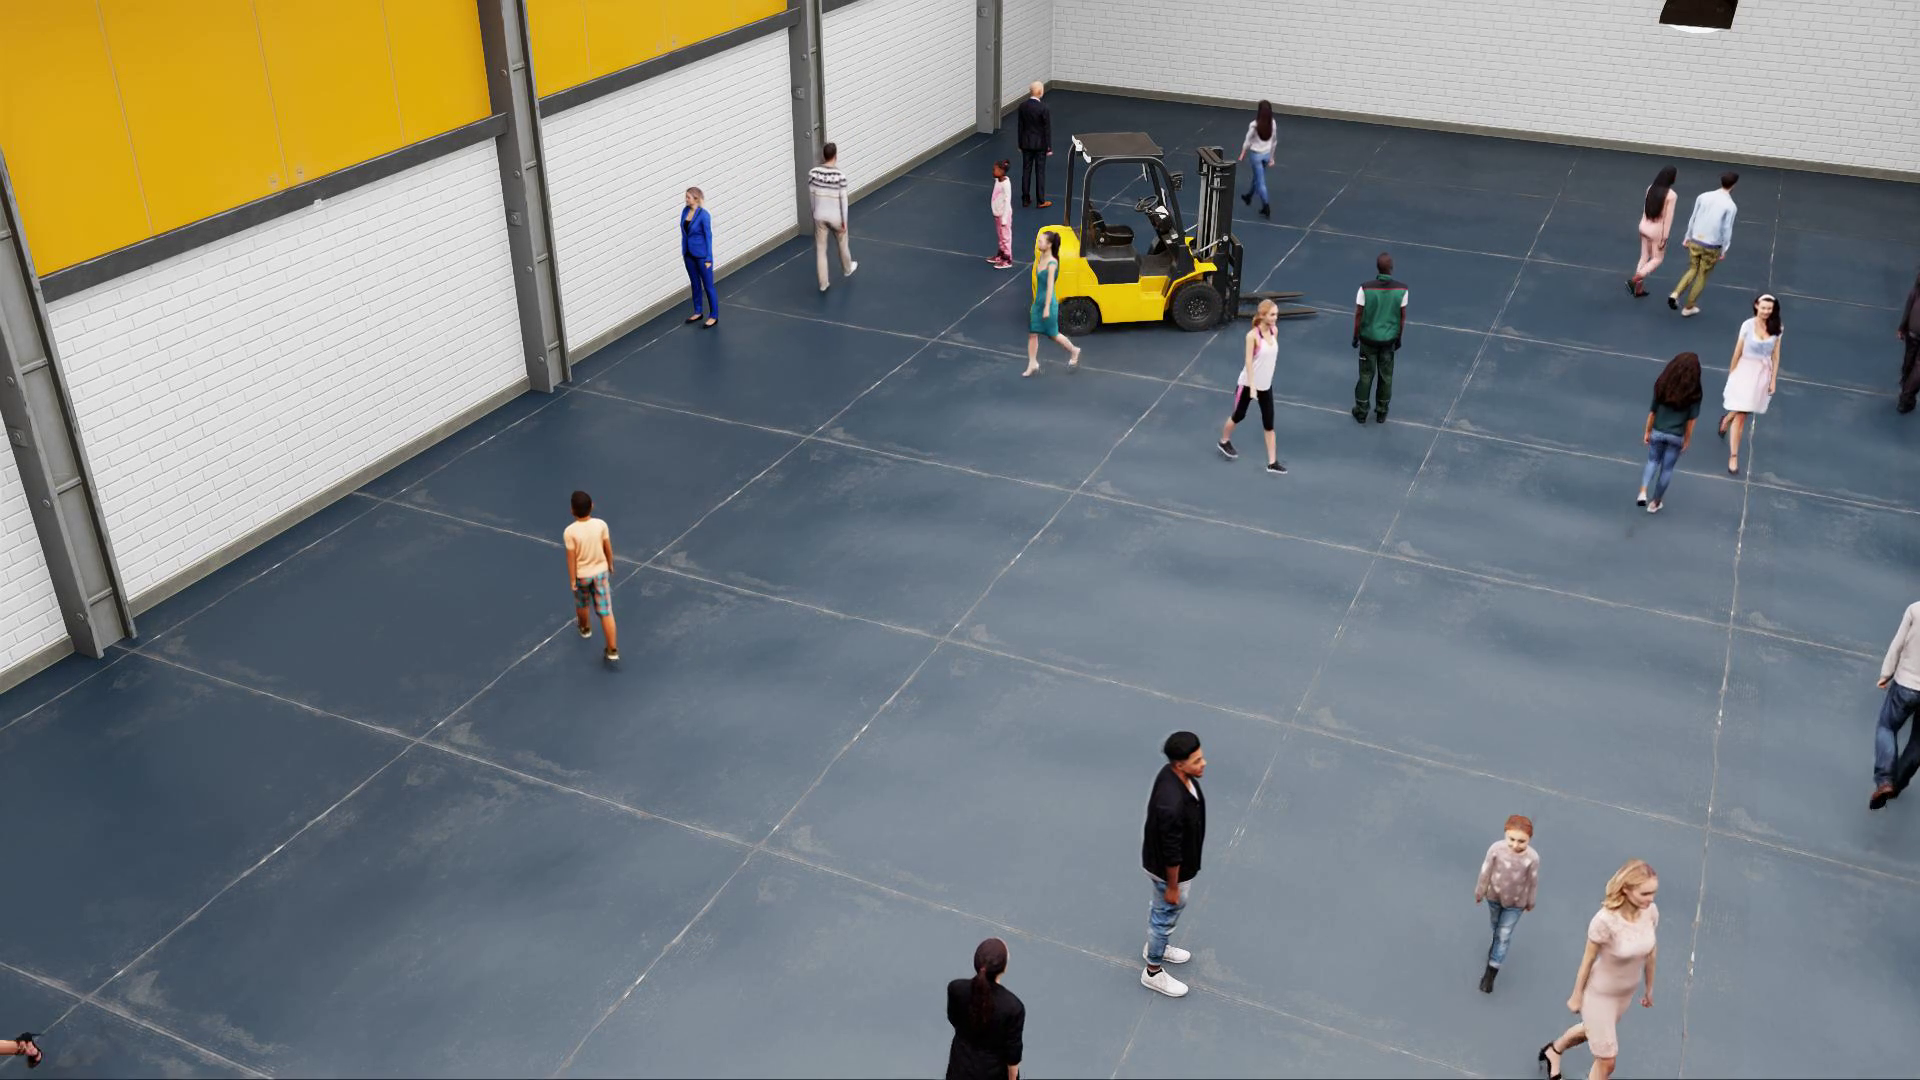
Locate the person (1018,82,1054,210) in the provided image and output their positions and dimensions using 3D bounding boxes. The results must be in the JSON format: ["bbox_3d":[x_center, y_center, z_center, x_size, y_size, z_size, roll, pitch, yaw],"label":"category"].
[{"bbox_3d":[1.074,-5.696,23.996,0.694,1.795,0.586,15,32,25],"label":"person"}]

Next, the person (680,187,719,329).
[{"bbox_3d":[-3.117,-3.395,19.877,0.662,1.699,0.613,20,35,32],"label":"person"}]

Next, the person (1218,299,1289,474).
[{"bbox_3d":[2.837,-1.537,16.428,1.158,1.742,1.062,-18,33,-30],"label":"person"}]

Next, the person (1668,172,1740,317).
[{"bbox_3d":[8.941,-3.530,20.033,0.968,1.789,0.910,-19,34,-30],"label":"person"}]

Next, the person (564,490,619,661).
[{"bbox_3d":[-2.942,0.307,13.369,0.989,1.433,0.986,-14,32,-24],"label":"person"}]

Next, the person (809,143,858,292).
[{"bbox_3d":[-1.676,-4.019,20.886,0.859,1.829,1.151,6,29,10],"label":"person"}]

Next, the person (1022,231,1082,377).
[{"bbox_3d":[1.037,-2.596,18.449,0.995,1.665,0.919,-11,31,-20],"label":"person"}]

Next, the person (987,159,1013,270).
[{"bbox_3d":[0.562,-4.305,21.810,0.671,1.446,0.606,-9,30,-16],"label":"person"}]

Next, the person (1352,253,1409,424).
[{"bbox_3d":[4.368,-2.102,17.362,0.759,1.838,0.732,3,29,5],"label":"person"}]

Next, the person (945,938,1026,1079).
[{"bbox_3d":[0.078,2.812,8.591,0.650,1.610,1.062,10,30,18],"label":"person"}]

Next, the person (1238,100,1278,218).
[{"bbox_3d":[4.318,-5.391,23.659,1.063,1.583,1.060,-14,32,-24],"label":"person"}]

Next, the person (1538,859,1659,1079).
[{"bbox_3d":[3.496,2.425,9.098,0.956,1.806,1.005,-10,30,-18],"label":"person"}]

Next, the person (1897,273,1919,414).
[{"bbox_3d":[10.210,-2.213,17.603,0.926,1.802,1.105,26,38,38],"label":"person"}]

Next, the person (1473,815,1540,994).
[{"bbox_3d":[3.376,2.162,10.248,0.543,1.166,0.832,16,32,26],"label":"person"}]

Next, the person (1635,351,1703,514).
[{"bbox_3d":[6.597,-0.962,15.519,0.675,1.602,0.772,21,35,33],"label":"person"}]

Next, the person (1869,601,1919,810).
[{"bbox_3d":[6.646,1.068,11.492,0.807,1.895,1.021,17,33,28],"label":"person"}]

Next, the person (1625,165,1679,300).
[{"bbox_3d":[8.507,-3.766,20.549,0.943,1.709,0.867,-15,32,-25],"label":"person"}]

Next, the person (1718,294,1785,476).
[{"bbox_3d":[7.820,-1.598,16.495,0.916,1.784,1.227,3,29,5],"label":"person"}]

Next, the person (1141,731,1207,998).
[{"bbox_3d":[1.270,1.910,10.036,0.810,1.811,0.621,5,29,10],"label":"person"}]
